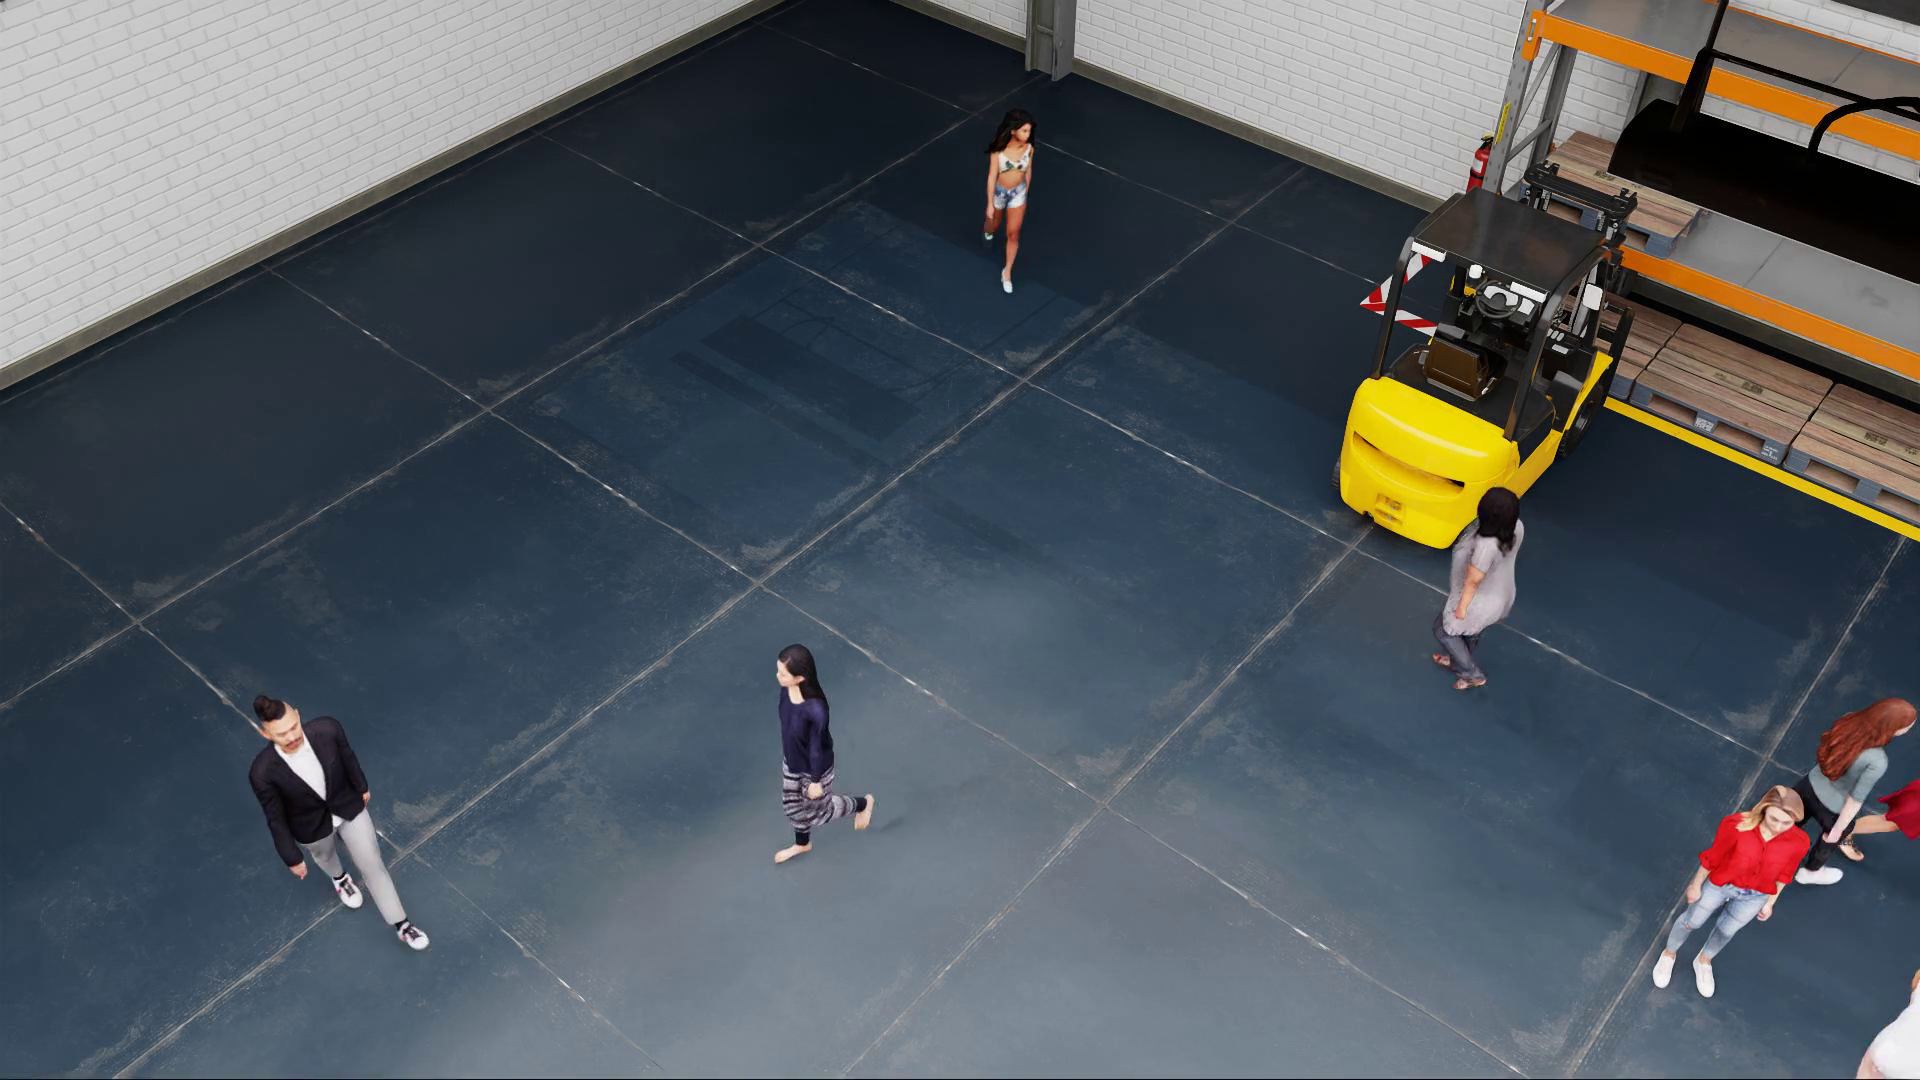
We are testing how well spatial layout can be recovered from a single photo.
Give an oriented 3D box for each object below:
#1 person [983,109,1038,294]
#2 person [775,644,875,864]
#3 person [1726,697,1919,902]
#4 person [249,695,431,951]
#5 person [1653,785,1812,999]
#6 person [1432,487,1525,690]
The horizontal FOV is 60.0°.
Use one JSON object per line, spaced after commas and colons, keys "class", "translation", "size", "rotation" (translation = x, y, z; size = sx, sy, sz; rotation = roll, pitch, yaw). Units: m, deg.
{"class": "person", "translation": [0.368, -2.871, 13.846], "size": [0.932, 1.580, 1.051], "rotation": [-8, 44, -8]}
{"class": "person", "translation": [-0.805, 1.209, 9.462], "size": [0.823, 1.721, 0.897], "rotation": [-24, 49, -23]}
{"class": "person", "translation": [4.697, 1.471, 9.199], "size": [1.152, 1.704, 1.121], "rotation": [-6, 44, -7]}
{"class": "person", "translation": [-3.533, 1.429, 9.093], "size": [0.852, 1.912, 1.179], "rotation": [-32, 52, -29]}
{"class": "person", "translation": [4.104, 1.844, 8.808], "size": [0.593, 1.703, 0.746], "rotation": [11, 45, 11]}
{"class": "person", "translation": [3.320, 0.355, 10.447], "size": [0.666, 1.598, 0.719], "rotation": [-34, 53, -31]}
